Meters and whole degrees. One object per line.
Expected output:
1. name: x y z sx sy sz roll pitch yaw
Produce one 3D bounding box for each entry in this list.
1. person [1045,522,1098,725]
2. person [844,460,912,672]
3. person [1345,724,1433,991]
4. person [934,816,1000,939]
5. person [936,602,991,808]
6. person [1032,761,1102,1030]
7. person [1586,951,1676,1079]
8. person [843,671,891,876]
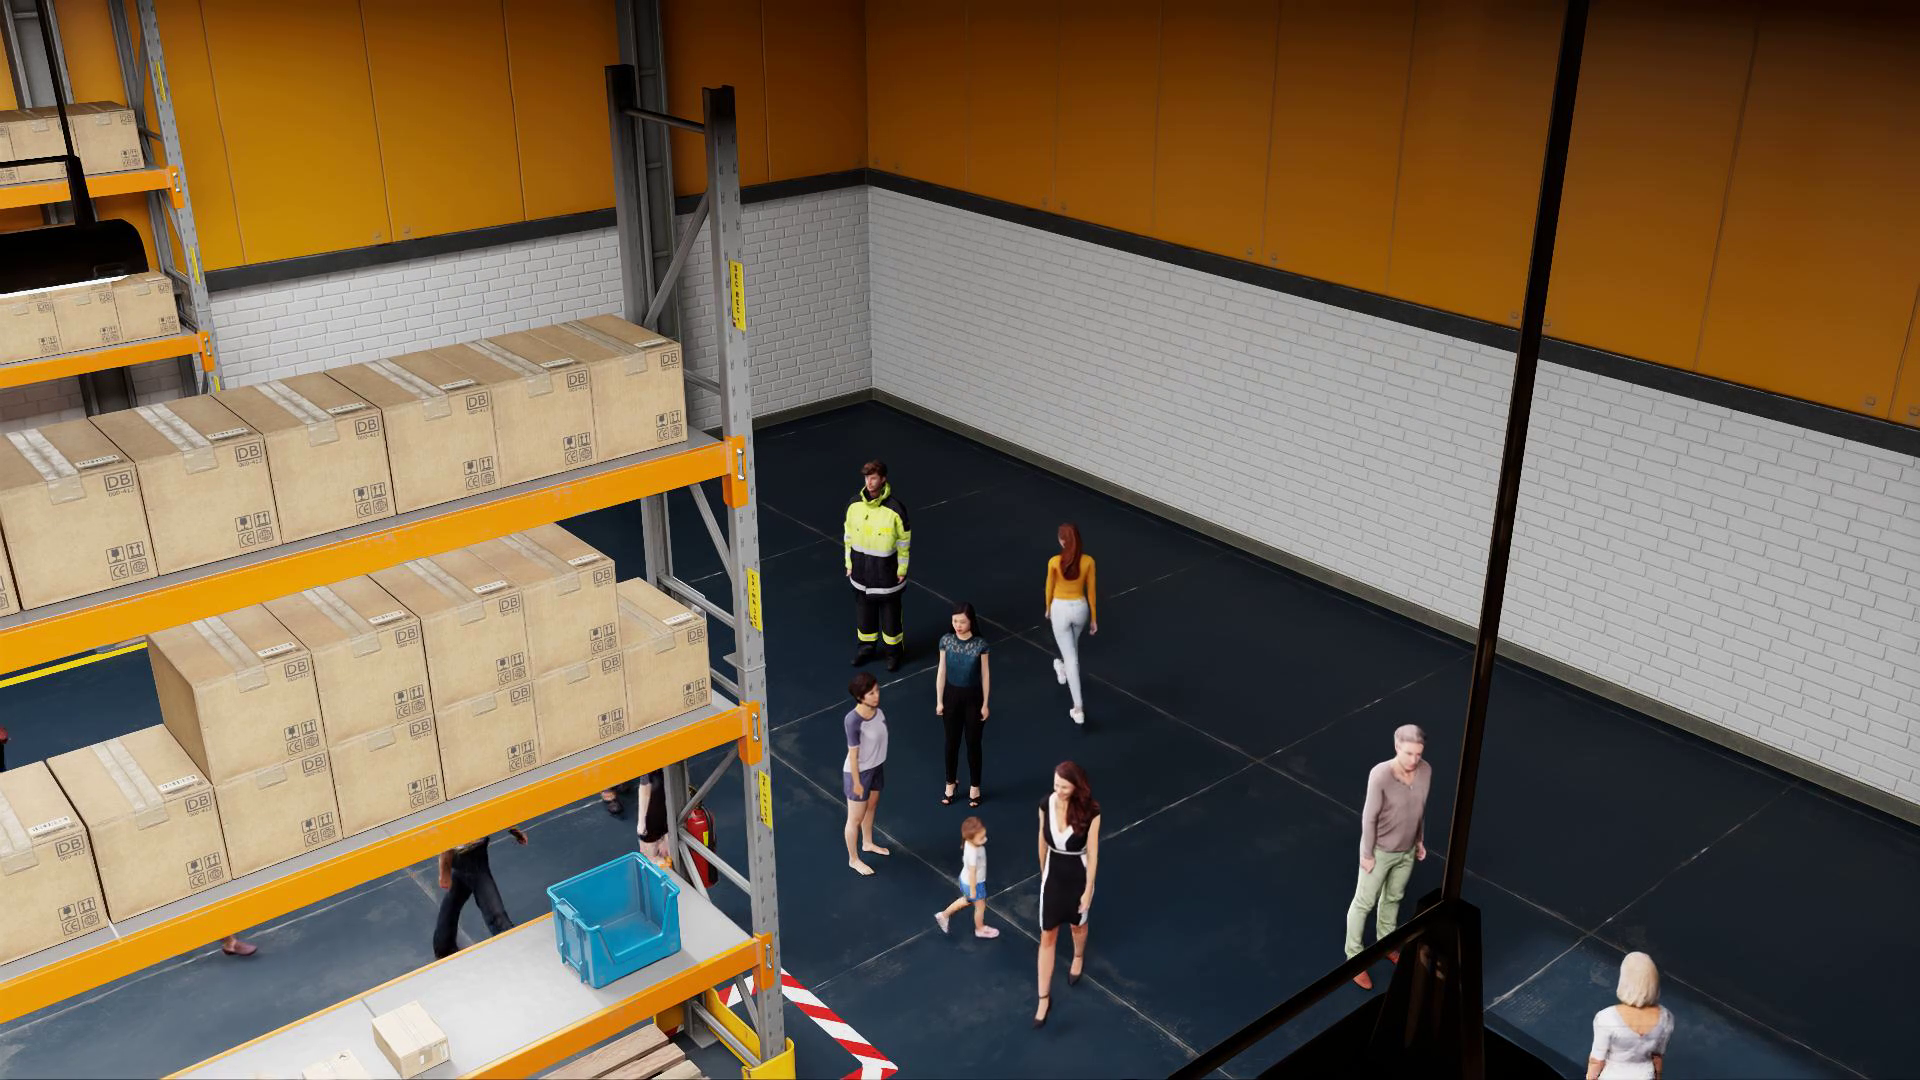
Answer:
1. person: 0.939 0.733 14.054 1.240 1.684 1.081 -3 24 -7
2. person: -0.733 0.212 14.874 0.874 1.982 0.866 8 25 17
3. person: 2.811 2.015 10.892 0.632 1.867 0.797 -11 26 -23
4. person: 0.043 2.295 11.333 0.724 1.001 0.647 0 24 0
5. person: 0.030 1.258 12.787 0.636 1.736 0.670 5 24 11
6. person: 0.727 2.178 10.645 0.888 1.767 1.079 9 25 19
7. person: 3.554 2.982 8.841 0.887 1.738 0.925 0 24 1
8. person: -0.693 1.655 12.094 0.695 1.565 0.579 12 26 26
